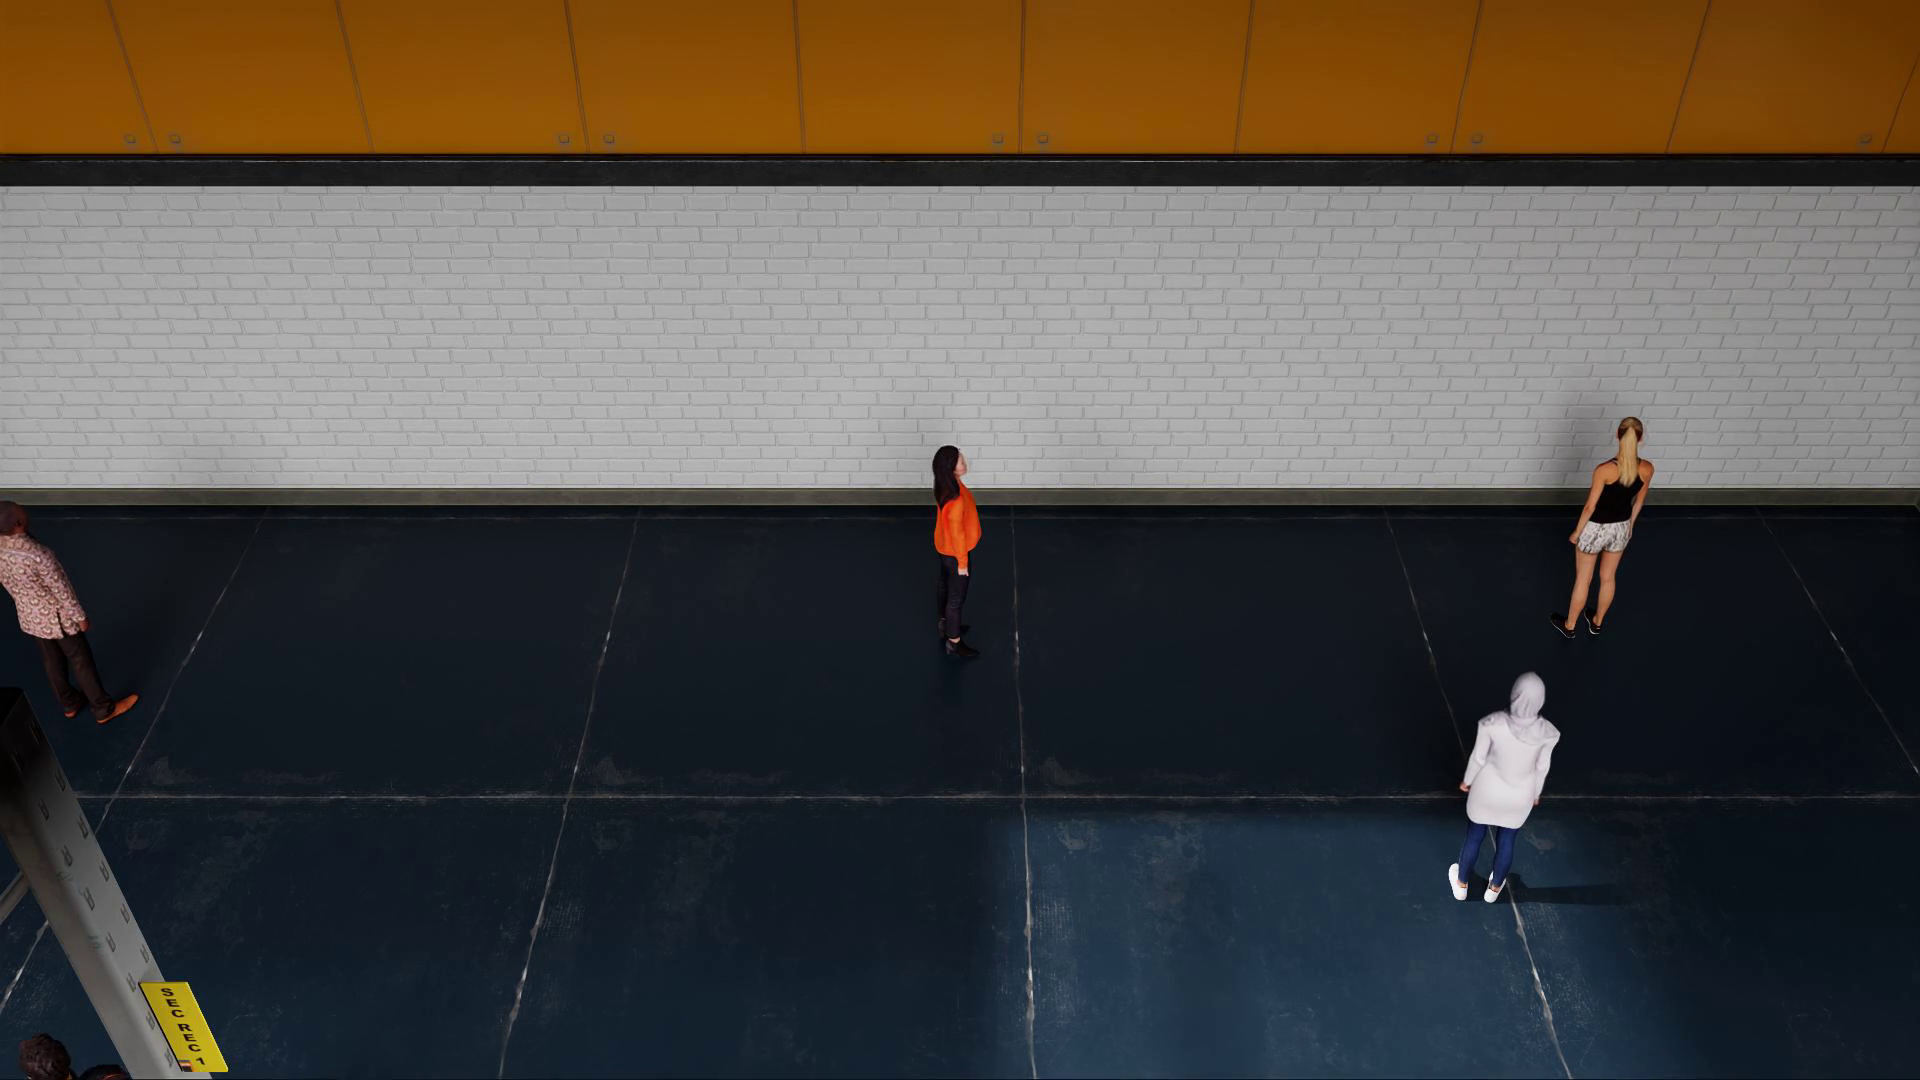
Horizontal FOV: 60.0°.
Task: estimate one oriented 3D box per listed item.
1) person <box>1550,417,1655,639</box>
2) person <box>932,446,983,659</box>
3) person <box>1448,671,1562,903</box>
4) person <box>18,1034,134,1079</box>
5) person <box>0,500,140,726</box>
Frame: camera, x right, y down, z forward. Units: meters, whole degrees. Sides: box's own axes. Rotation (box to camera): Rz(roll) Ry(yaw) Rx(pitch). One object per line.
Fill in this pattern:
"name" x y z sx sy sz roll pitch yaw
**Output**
"person" 4.551 -0.084 11.711 0.614 1.845 0.540 -3 39 -4
"person" -0.047 0.069 11.597 0.721 1.747 0.563 -7 39 -9
"person" 3.197 1.480 9.807 0.664 1.777 0.614 9 40 12
"person" -3.903 3.013 7.763 0.892 1.933 0.798 20 43 23
"person" -6.038 0.488 11.026 0.751 1.806 0.711 12 40 15
